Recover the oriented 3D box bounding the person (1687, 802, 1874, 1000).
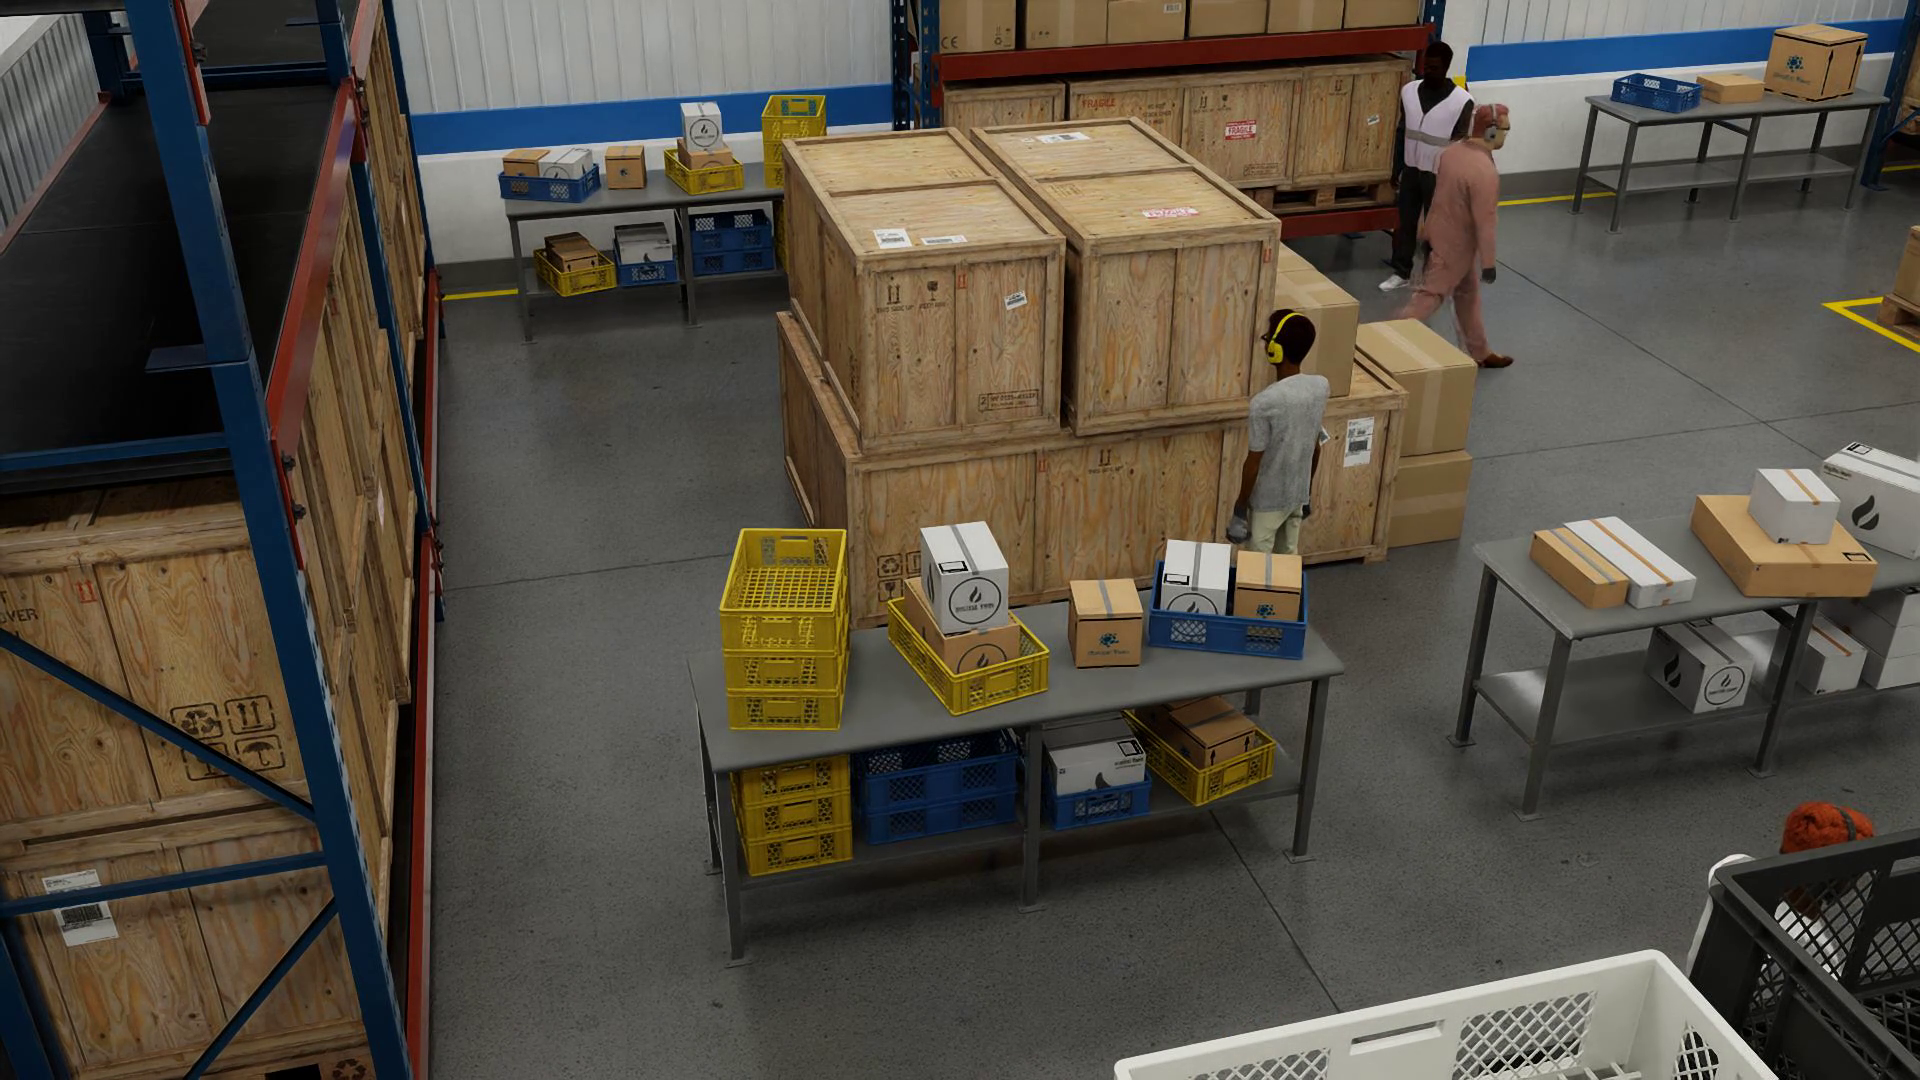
[{"bbox_3d":[2.208,1.518,4.673,0.356,1.884,0.572,-3,29,-5],"label":"person"}]

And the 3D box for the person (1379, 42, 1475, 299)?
[{"bbox_3d":[3.486,-2.749,12.395,0.388,1.911,0.593,-24,37,-36],"label":"person"}]

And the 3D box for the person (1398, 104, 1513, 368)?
[{"bbox_3d":[3.290,-1.963,11.035,1.009,1.855,0.655,-1,29,-1],"label":"person"}]

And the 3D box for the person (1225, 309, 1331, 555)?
[{"bbox_3d":[1.467,-0.183,7.789,0.516,1.865,0.320,-21,35,-33],"label":"person"}]
